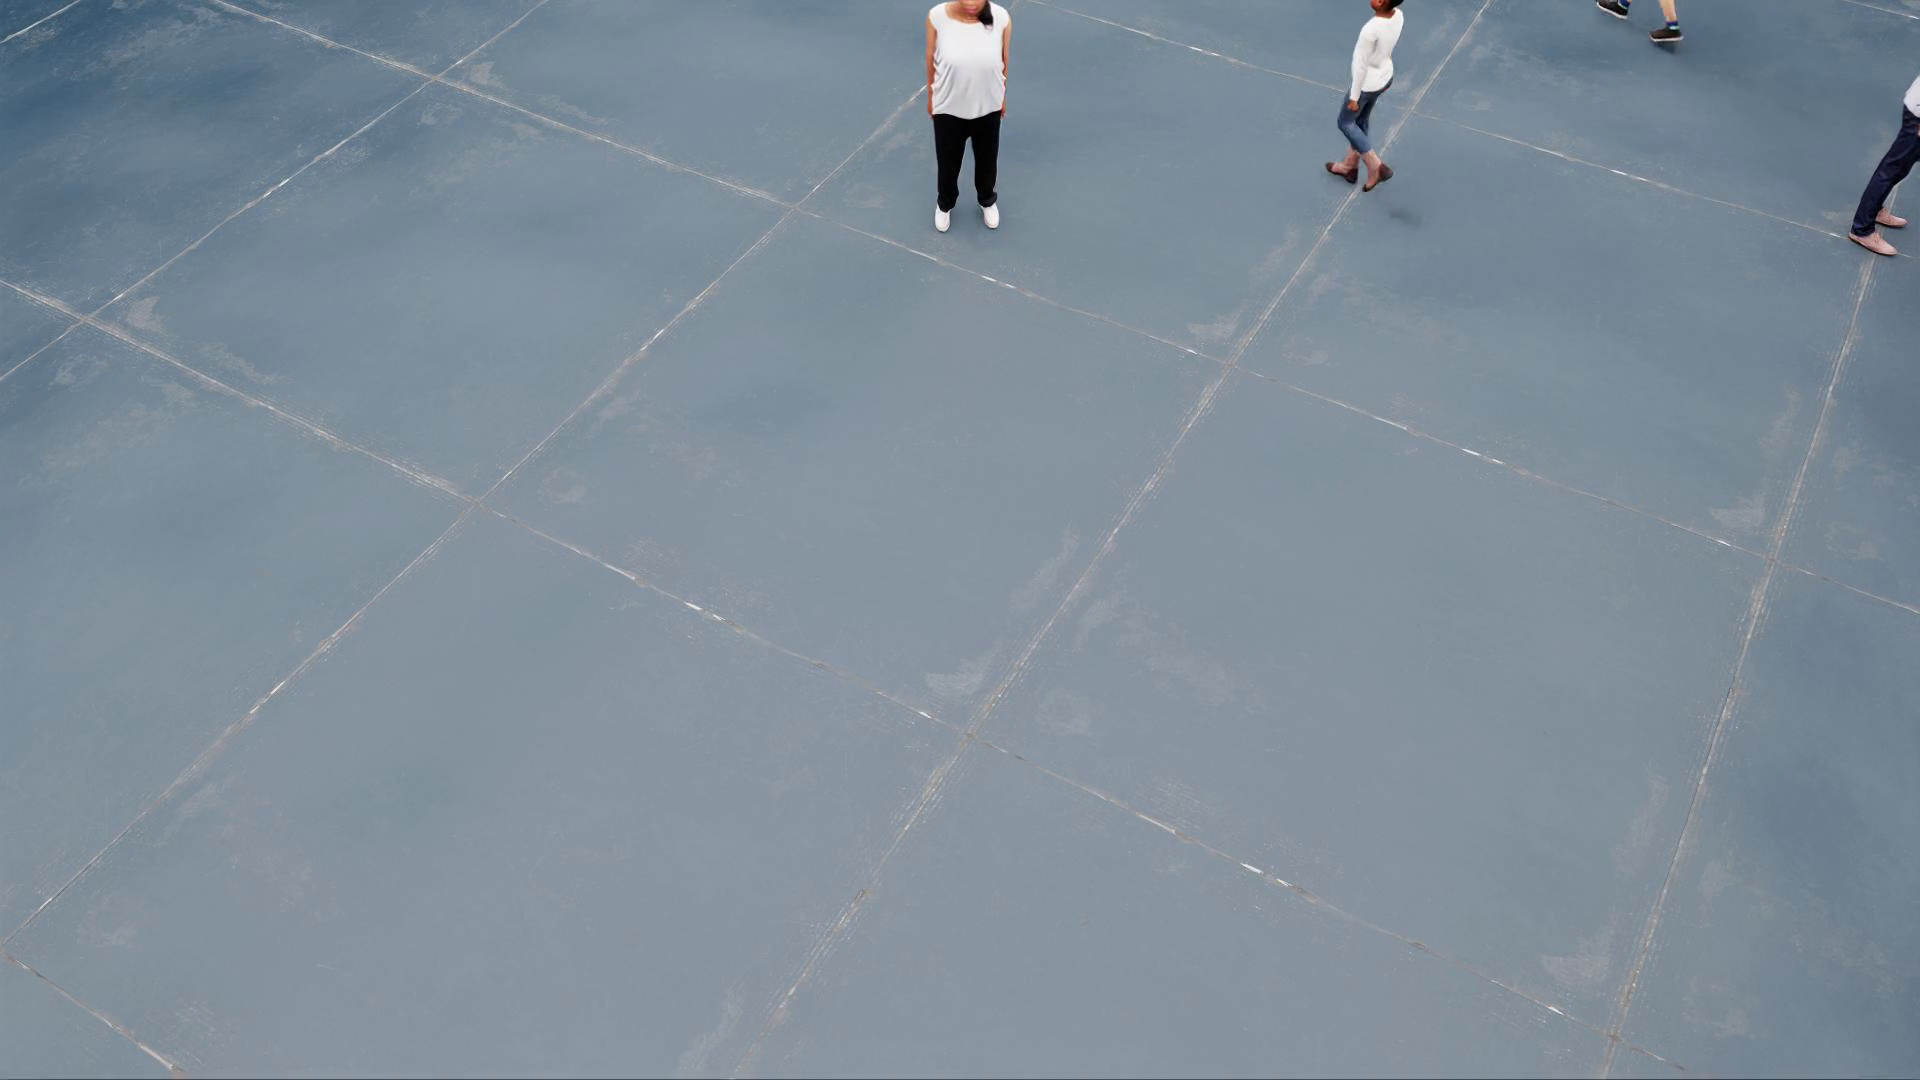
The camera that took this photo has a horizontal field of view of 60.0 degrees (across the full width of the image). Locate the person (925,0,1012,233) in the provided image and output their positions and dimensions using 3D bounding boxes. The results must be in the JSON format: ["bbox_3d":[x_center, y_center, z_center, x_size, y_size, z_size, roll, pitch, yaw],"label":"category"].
[{"bbox_3d":[0.055,-2.607,9.829,0.728,1.688,0.820,-3,47,-3],"label":"person"}]

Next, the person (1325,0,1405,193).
[{"bbox_3d":[2.546,-2.763,10.141,0.654,1.441,0.811,-34,56,-28],"label":"person"}]

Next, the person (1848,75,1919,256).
[{"bbox_3d":[5.667,-2.567,9.679,0.586,1.853,0.686,27,53,23],"label":"person"}]

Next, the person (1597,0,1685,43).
[{"bbox_3d":[4.892,-4.098,11.392,0.743,1.417,1.016,-32,55,-26],"label":"person"}]
